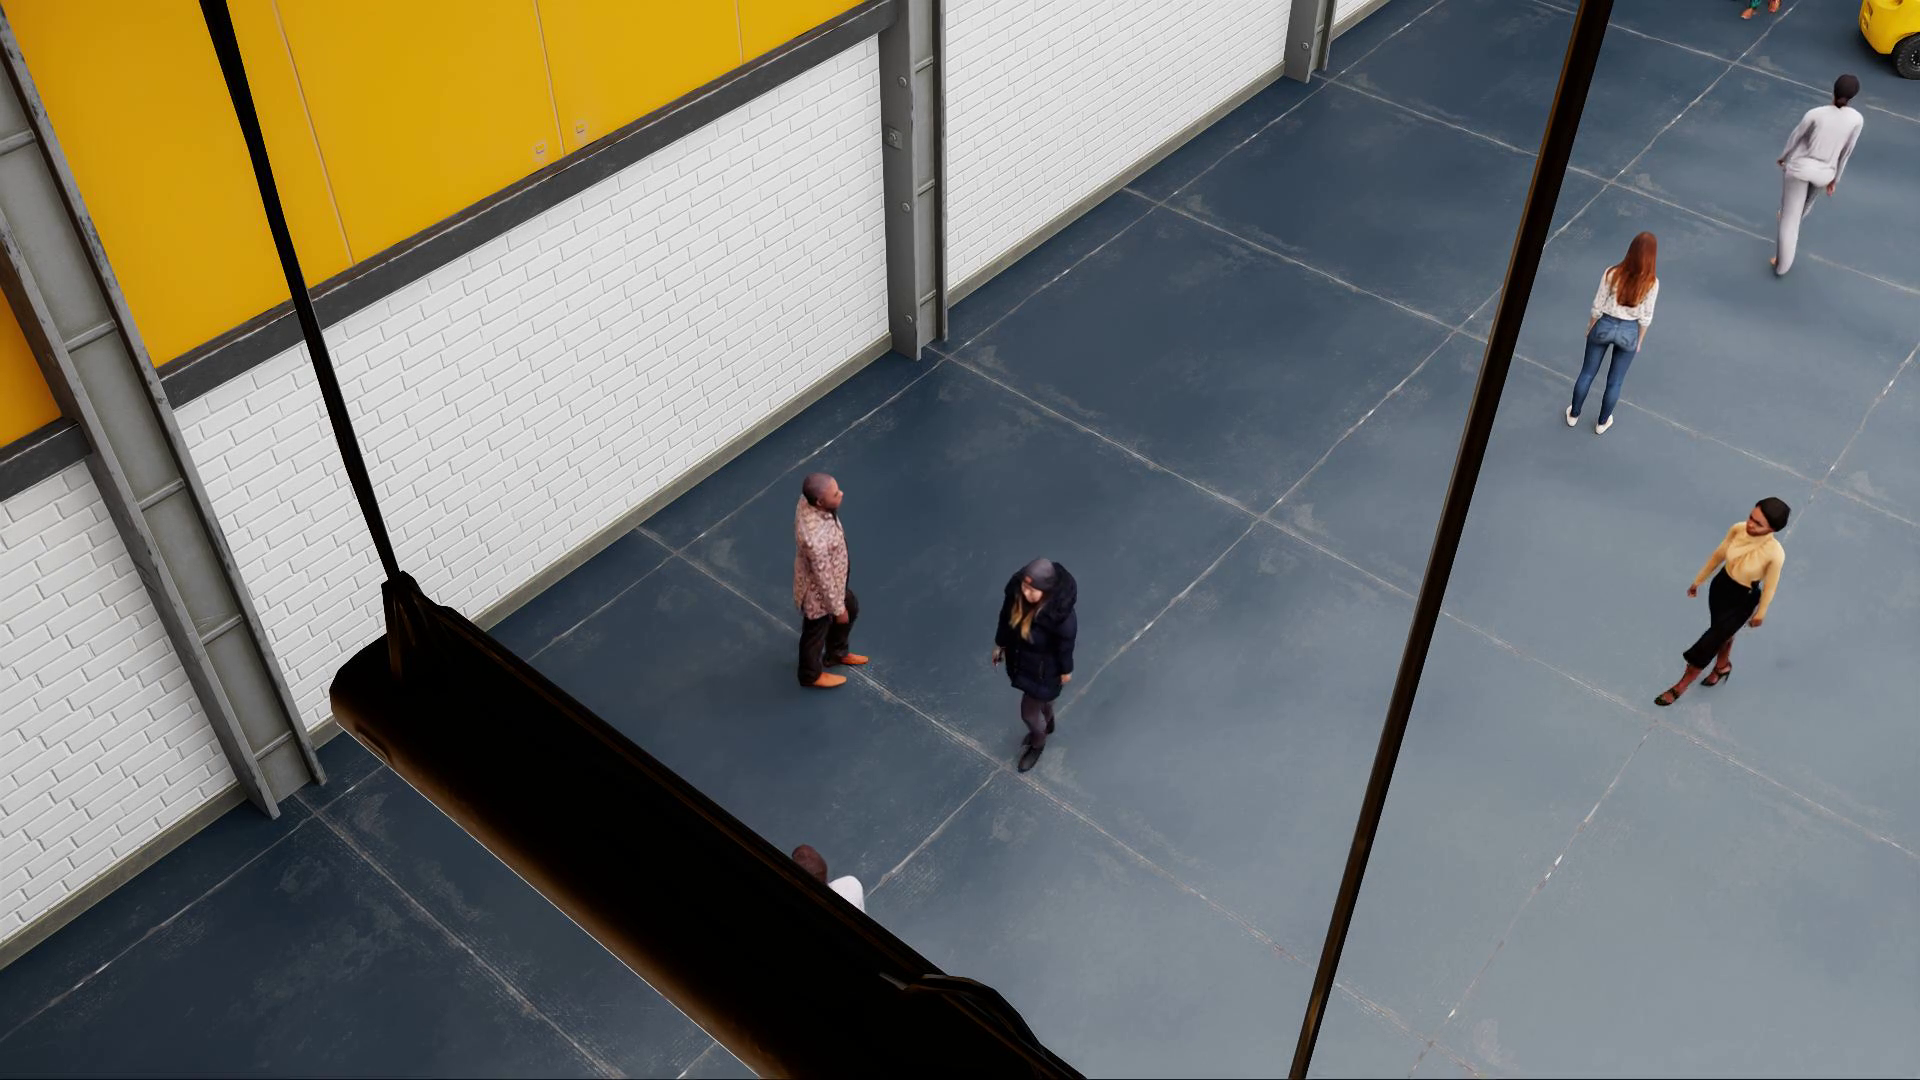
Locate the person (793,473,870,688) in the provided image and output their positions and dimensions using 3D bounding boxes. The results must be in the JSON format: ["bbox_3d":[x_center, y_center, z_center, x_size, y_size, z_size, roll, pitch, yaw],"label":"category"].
[{"bbox_3d":[-0.959,0.285,10.381,0.925,1.787,0.861,-2,44,-2],"label":"person"}]

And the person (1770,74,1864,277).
[{"bbox_3d":[7.120,-3.006,13.904,0.993,1.691,1.188,6,44,6],"label":"person"}]

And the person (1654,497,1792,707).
[{"bbox_3d":[4.904,0.364,10.411,0.942,1.630,0.816,-15,46,-15],"label":"person"}]

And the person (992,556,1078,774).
[{"bbox_3d":[0.527,0.666,10.071,0.721,1.662,0.712,-30,51,-28],"label":"person"}]

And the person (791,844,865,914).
[{"bbox_3d":[-0.684,2.161,8.367,0.534,1.849,0.761,-33,53,-30],"label":"person"}]

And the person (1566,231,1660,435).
[{"bbox_3d":[4.862,-1.535,12.334,0.619,1.728,0.582,19,47,19],"label":"person"}]
